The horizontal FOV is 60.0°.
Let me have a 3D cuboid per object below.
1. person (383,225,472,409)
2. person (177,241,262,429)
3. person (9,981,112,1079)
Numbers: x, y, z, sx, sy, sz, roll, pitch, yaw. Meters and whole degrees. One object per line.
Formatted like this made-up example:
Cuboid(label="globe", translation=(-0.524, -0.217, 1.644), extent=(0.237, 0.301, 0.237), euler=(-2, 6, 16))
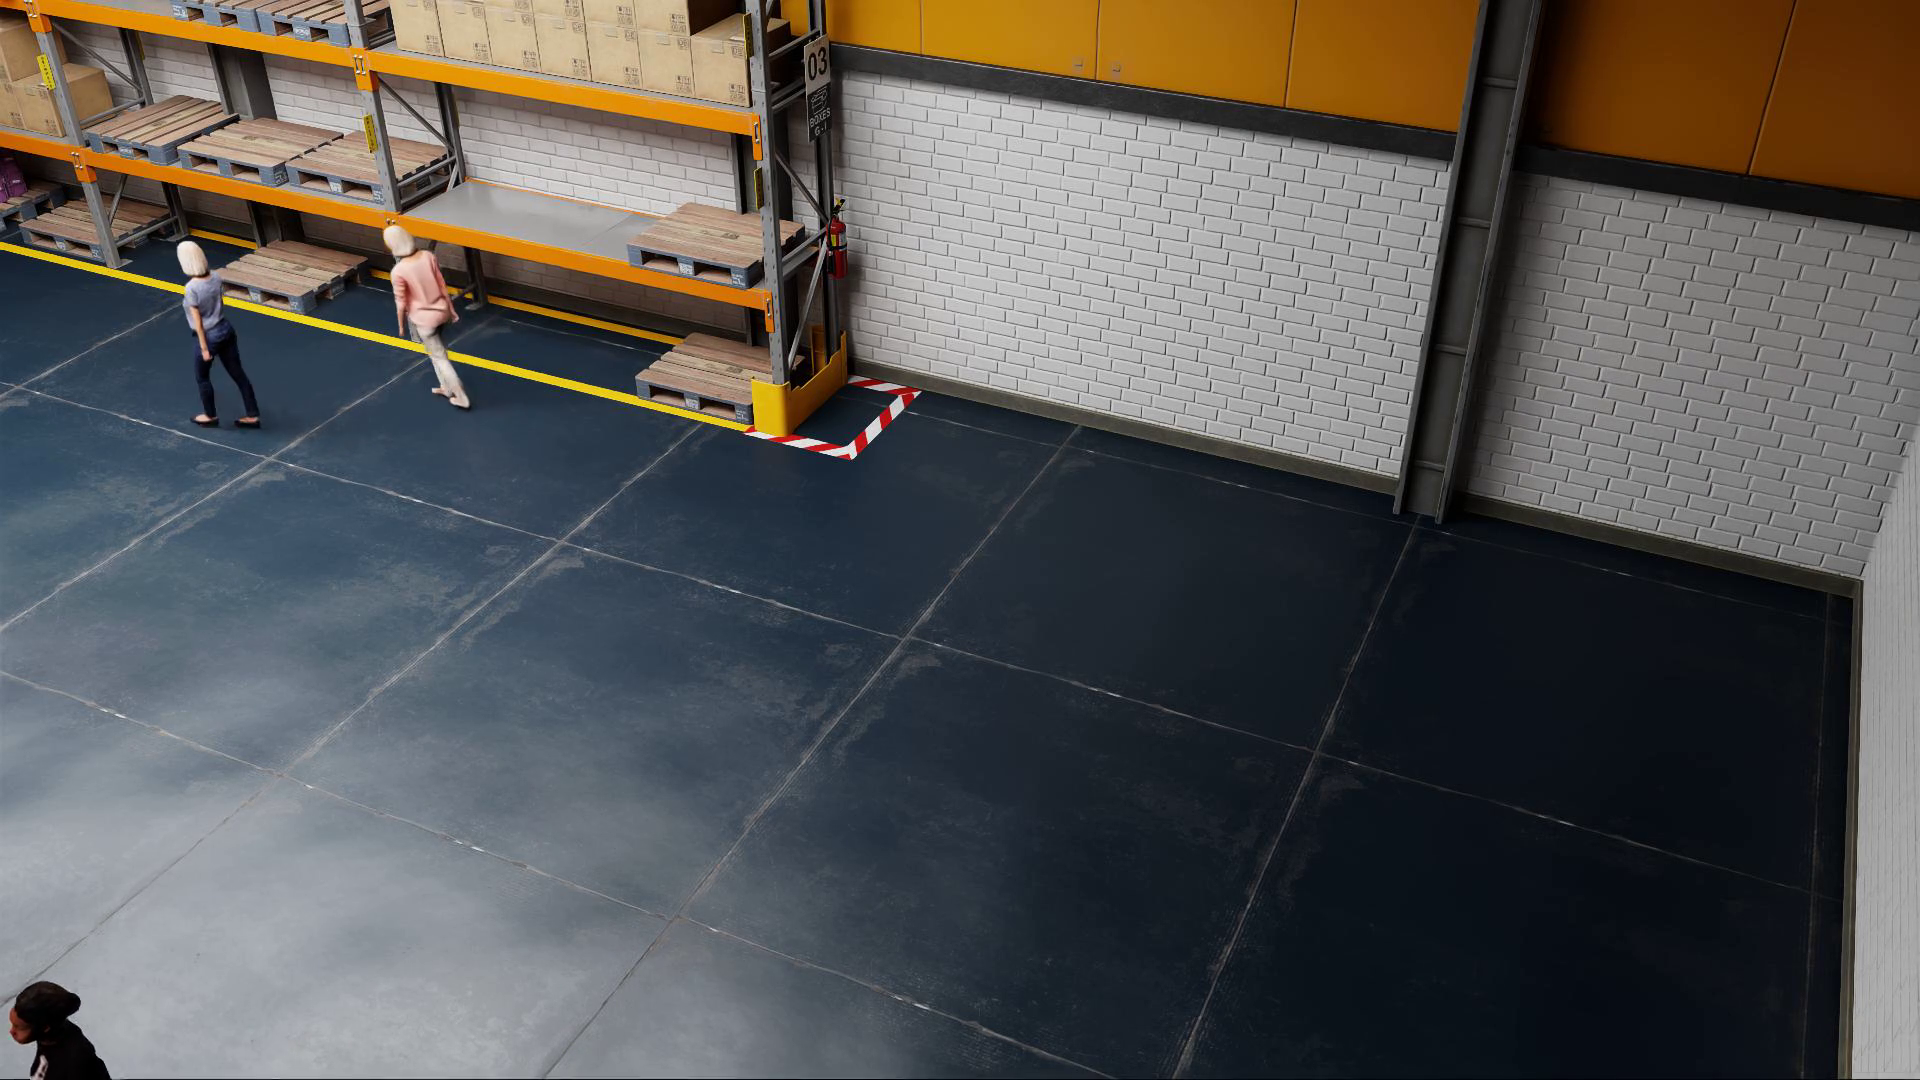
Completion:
Cuboid(label="person", translation=(-4.515, -1.898, 14.346), extent=(0.747, 1.675, 0.644), euler=(25, 41, 32))
Cuboid(label="person", translation=(-6.201, -1.690, 14.008), extent=(0.878, 1.703, 0.690), euler=(9, 35, 13))
Cuboid(label="person", translation=(-3.880, 2.603, 7.611), extent=(1.049, 1.636, 0.755), euler=(21, 39, 28))
